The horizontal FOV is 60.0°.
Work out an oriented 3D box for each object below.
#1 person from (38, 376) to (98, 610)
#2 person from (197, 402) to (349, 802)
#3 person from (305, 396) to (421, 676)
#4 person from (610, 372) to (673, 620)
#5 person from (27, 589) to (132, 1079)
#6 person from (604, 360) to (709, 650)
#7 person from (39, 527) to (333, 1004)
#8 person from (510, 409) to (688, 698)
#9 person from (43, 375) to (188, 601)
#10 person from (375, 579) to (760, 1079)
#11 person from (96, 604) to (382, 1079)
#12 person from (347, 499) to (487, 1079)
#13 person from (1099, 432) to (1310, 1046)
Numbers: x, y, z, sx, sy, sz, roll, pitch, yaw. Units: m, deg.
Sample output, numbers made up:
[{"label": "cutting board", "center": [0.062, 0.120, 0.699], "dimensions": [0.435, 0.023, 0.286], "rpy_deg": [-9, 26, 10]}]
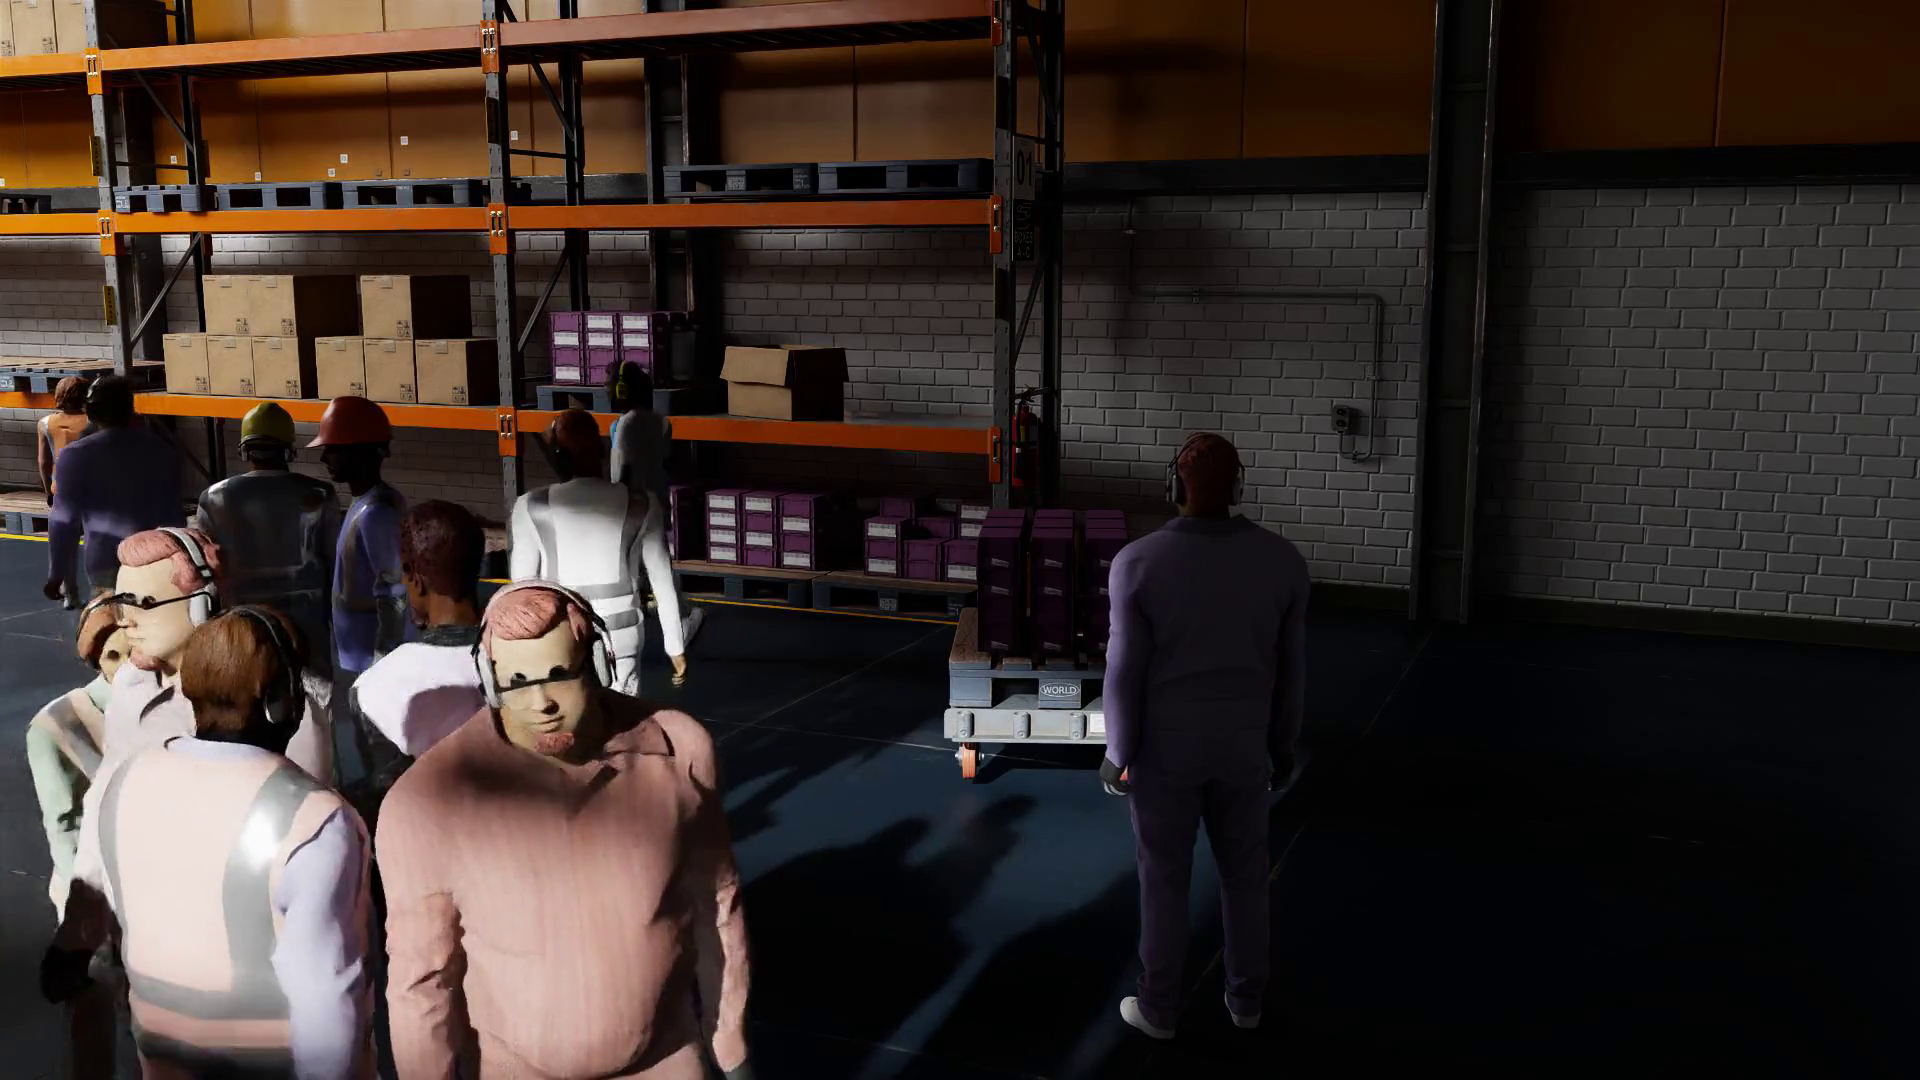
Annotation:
[{"label": "person", "center": [-6.125, -0.320, 11.591], "dimensions": [0.525, 1.639, 0.307], "rpy_deg": [0, 9, -1]}, {"label": "person", "center": [-2.933, 0.322, 7.168], "dimensions": [0.598, 1.830, 0.403], "rpy_deg": [-3, 10, -18]}, {"label": "person", "center": [-2.197, 0.430, 6.206], "dimensions": [0.368, 1.935, 0.552], "rpy_deg": [-4, 10, -22]}, {"label": "person", "center": [-2.167, -0.303, 11.313], "dimensions": [0.322, 1.697, 0.531], "rpy_deg": [6, 11, 34]}, {"label": "person", "center": [-2.096, 0.913, 4.316], "dimensions": [0.771, 1.596, 0.518], "rpy_deg": [6, 11, 34]}, {"label": "person", "center": [-1.912, -0.157, 9.987], "dimensions": [0.640, 1.853, 0.525], "rpy_deg": [1, 9, 3]}, {"label": "person", "center": [-1.680, 0.898, 3.668], "dimensions": [0.668, 1.877, 0.806], "rpy_deg": [7, 12, 37]}, {"label": "person", "center": [-1.404, 0.420, 6.478], "dimensions": [0.712, 1.862, 0.444], "rpy_deg": [-2, 10, -14]}, {"label": "person", "center": [-4.139, 0.127, 8.247], "dimensions": [1.078, 1.880, 0.630], "rpy_deg": [4, 10, 21]}, {"label": "person", "center": [-0.703, 0.988, 3.078], "dimensions": [0.675, 1.881, 0.420], "rpy_deg": [-4, 10, -22]}, {"label": "person", "center": [-1.357, 1.014, 3.169], "dimensions": [0.623, 1.801, 0.971], "rpy_deg": [4, 10, 24]}, {"label": "person", "center": [-1.093, 0.840, 3.916], "dimensions": [0.943, 1.888, 0.609], "rpy_deg": [9, 13, 43]}, {"label": "person", "center": [0.741, 0.617, 5.177], "dimensions": [0.654, 1.906, 0.408], "rpy_deg": [-2, 10, -12]}]
